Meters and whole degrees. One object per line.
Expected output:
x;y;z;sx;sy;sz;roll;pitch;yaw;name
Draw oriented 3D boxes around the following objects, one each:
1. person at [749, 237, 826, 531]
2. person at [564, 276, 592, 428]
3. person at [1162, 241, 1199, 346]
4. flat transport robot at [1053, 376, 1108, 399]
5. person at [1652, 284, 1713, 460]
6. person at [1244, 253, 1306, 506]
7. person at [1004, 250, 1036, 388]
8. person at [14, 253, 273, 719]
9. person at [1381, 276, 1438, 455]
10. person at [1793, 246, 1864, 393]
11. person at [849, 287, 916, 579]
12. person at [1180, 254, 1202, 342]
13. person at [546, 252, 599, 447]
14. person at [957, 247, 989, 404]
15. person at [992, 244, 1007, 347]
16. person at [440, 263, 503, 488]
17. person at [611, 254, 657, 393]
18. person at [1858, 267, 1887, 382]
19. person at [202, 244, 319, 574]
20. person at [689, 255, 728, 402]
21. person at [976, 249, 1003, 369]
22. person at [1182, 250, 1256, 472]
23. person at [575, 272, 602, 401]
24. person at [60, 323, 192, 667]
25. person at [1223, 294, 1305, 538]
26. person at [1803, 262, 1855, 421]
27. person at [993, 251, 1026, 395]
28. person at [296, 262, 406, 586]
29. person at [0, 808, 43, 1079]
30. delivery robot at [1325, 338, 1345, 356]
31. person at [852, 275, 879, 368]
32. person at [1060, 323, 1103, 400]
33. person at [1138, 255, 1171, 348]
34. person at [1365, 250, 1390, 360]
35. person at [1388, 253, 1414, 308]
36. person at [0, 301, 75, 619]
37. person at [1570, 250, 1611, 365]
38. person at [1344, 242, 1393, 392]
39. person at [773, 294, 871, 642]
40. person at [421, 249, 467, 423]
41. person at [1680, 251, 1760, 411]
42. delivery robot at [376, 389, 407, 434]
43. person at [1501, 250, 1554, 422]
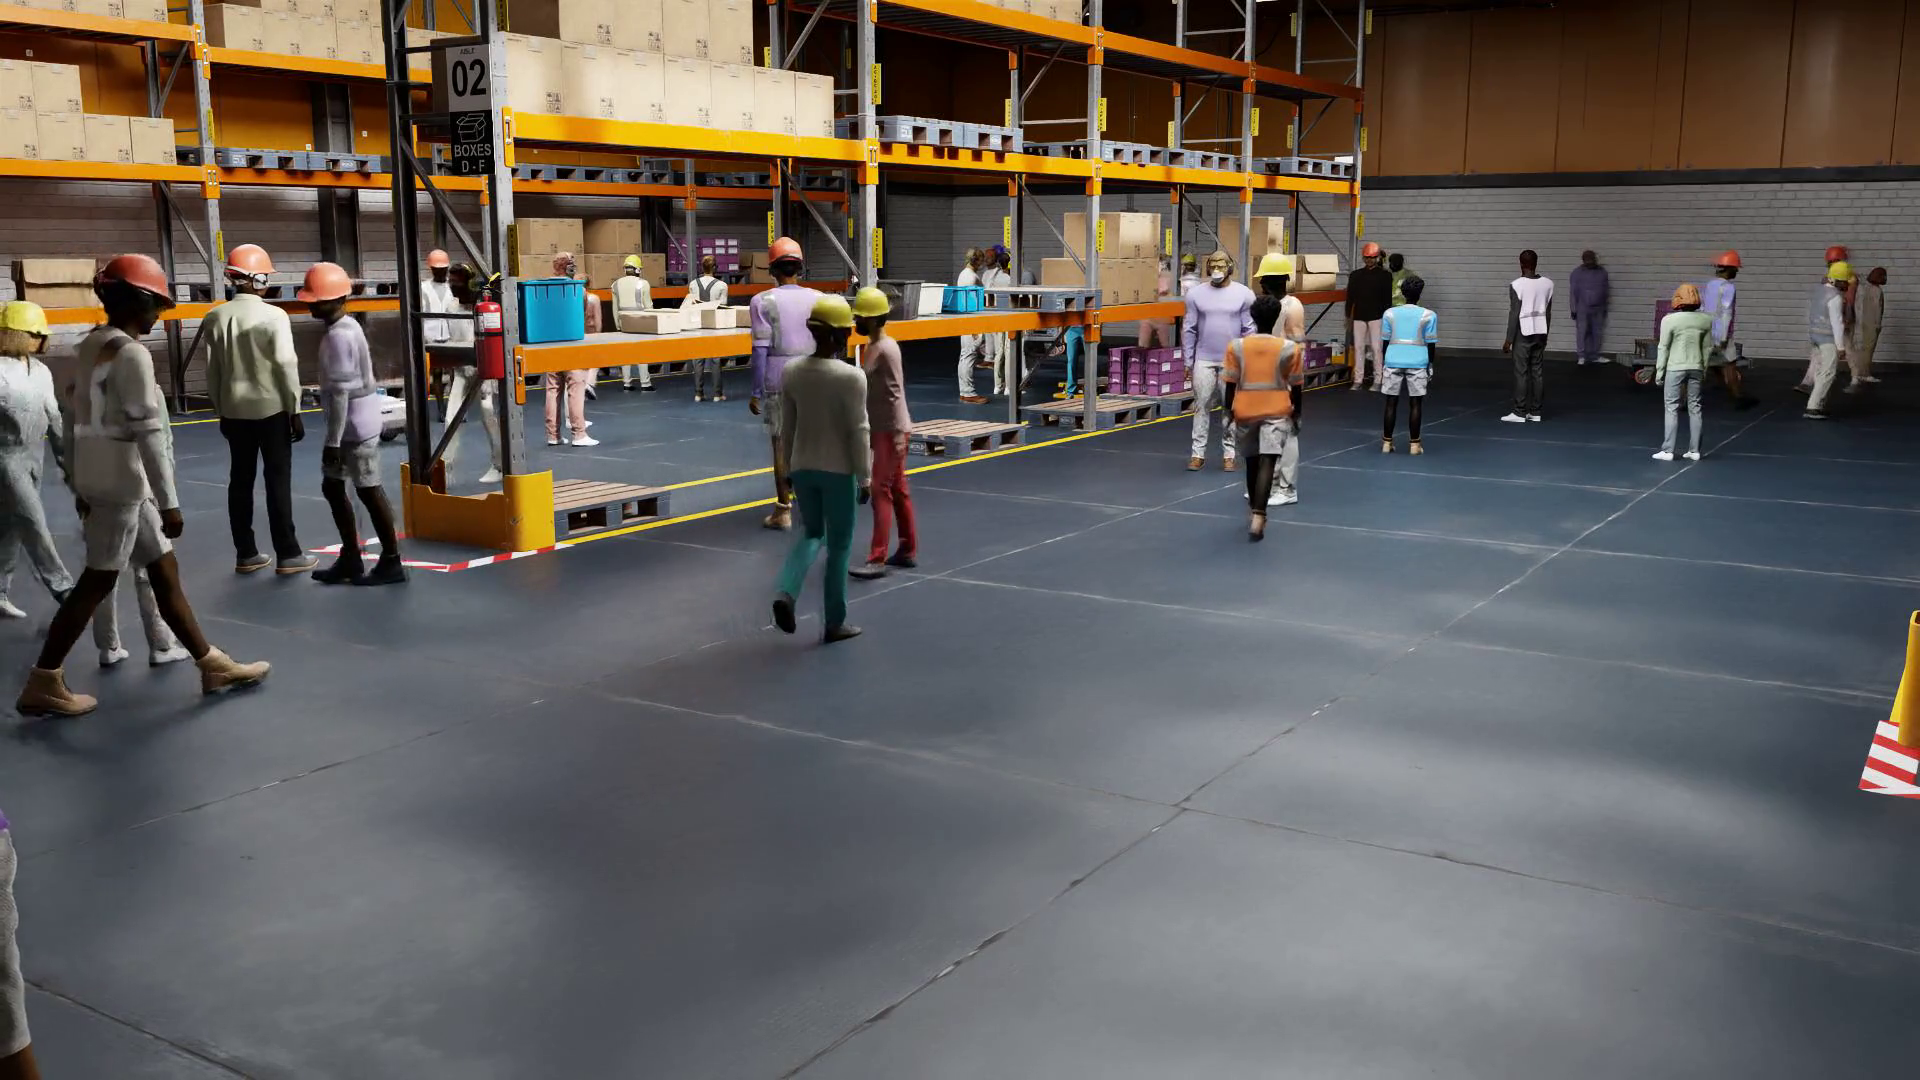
-1.197;-1.085;11.644;0.613;2.039;0.393;-6;12;-30;person
-4.159;-2.032;18.018;0.266;1.631;0.507;0;10;-1;person
3.494;-3.652;25.866;0.753;2.000;0.697;-9;14;-41;person
1.815;-1.951;21.344;0.652;0.197;1.431;6;12;30;flat transport robot
6.663;-1.542;15.337;0.497;1.626;0.288;-1;10;-6;person
2.410;-1.223;12.721;0.383;1.924;0.594;-2;11;-13;person
0.796;-3.009;22.705;0.752;1.931;0.649;-8;13;-37;person
-3.597;-0.230;7.128;1.049;1.968;0.622;-8;13;-36;person
4.229;-1.642;15.707;0.530;1.688;0.324;5;11;25;person
11.576;-2.885;21.930;1.023;1.945;0.614;-4;11;-21;person
-0.486;-0.643;10.032;0.532;1.740;0.626;-3;11;-15;person
3.454;-3.388;25.019;0.617;1.818;0.405;-8;13;-38;person
-3.861;-1.867;16.349;0.652;1.906;0.403;5;11;25;person
0.146;-2.649;20.607;0.373;1.935;0.628;-2;10;-8;person
0.698;-4.393;30.231;0.399;1.946;0.612;6;12;30;person
-4.059;-1.329;13.589;0.555;1.822;0.941;4;11;22;person
-4.304;-2.856;22.039;0.586;1.831;0.403;4;11;19;person
13.090;-3.085;23.854;0.270;1.631;0.509;2;10;9;person
-4.257;-0.785;10.103;0.608;1.996;0.380;3;11;15;person
-3.128;-2.633;20.803;0.510;1.840;0.337;2;10;12;person
0.501;-3.640;26.251;0.349;1.879;0.608;-7;12;-34;person
2.256;-1.558;14.546;0.635;1.937;0.353;3;11;14;person
-4.706;-2.525;20.779;0.519;1.629;0.360;1;10;7;person
-3.970;-0.205;7.885;0.515;1.636;0.315;1;10;3;person
2.088;-0.859;11.464;0.540;1.653;0.889;4;11;20;person
9.777;-2.230;18.716;0.443;1.782;0.702;2;10;9;person
0.629;-2.834;21.794;0.328;1.876;0.513;-7;12;-35;person
-3.536;-0.642;9.585;0.607;1.893;0.581;-5;11;-24;person
-1.556;0.644;2.350;0.548;1.937;0.358;1;10;8;person
5.595;-2.783;24.907;0.477;0.478;0.707;6;12;29;delivery robot
-1.247;-3.007;22.723;0.355;1.885;0.575;-8;13;-38;person
1.502;-2.601;20.613;0.561;1.836;0.379;3;11;15;person
2.778;-3.090;23.246;0.646;1.870;0.943;7;12;33;person
6.968;-3.935;27.936;0.472;1.854;0.572;-6;12;-31;person
7.201;-3.784;27.231;0.594;1.821;0.629;-5;12;-28;person
-4.875;-0.402;8.790;0.891;1.688;0.499;1;10;8;person
10.212;-3.761;26.970;0.727;1.865;0.479;-1;10;-7;person
5.486;-2.990;22.343;0.619;1.993;0.418;7;12;33;person
-0.687;-0.342;8.310;0.538;1.753;0.445;6;12;31;person
-5.698;-2.223;18.307;0.559;1.915;0.720;-4;11;-19;person
8.979;-2.445;19.609;0.982;1.885;0.568;-2;10;-12;person
-5.695;-1.248;16.405;0.477;0.478;0.707;5;11;28;delivery robot
6.332;-2.265;18.535;0.587;1.914;0.391;-5;11;-24;person
